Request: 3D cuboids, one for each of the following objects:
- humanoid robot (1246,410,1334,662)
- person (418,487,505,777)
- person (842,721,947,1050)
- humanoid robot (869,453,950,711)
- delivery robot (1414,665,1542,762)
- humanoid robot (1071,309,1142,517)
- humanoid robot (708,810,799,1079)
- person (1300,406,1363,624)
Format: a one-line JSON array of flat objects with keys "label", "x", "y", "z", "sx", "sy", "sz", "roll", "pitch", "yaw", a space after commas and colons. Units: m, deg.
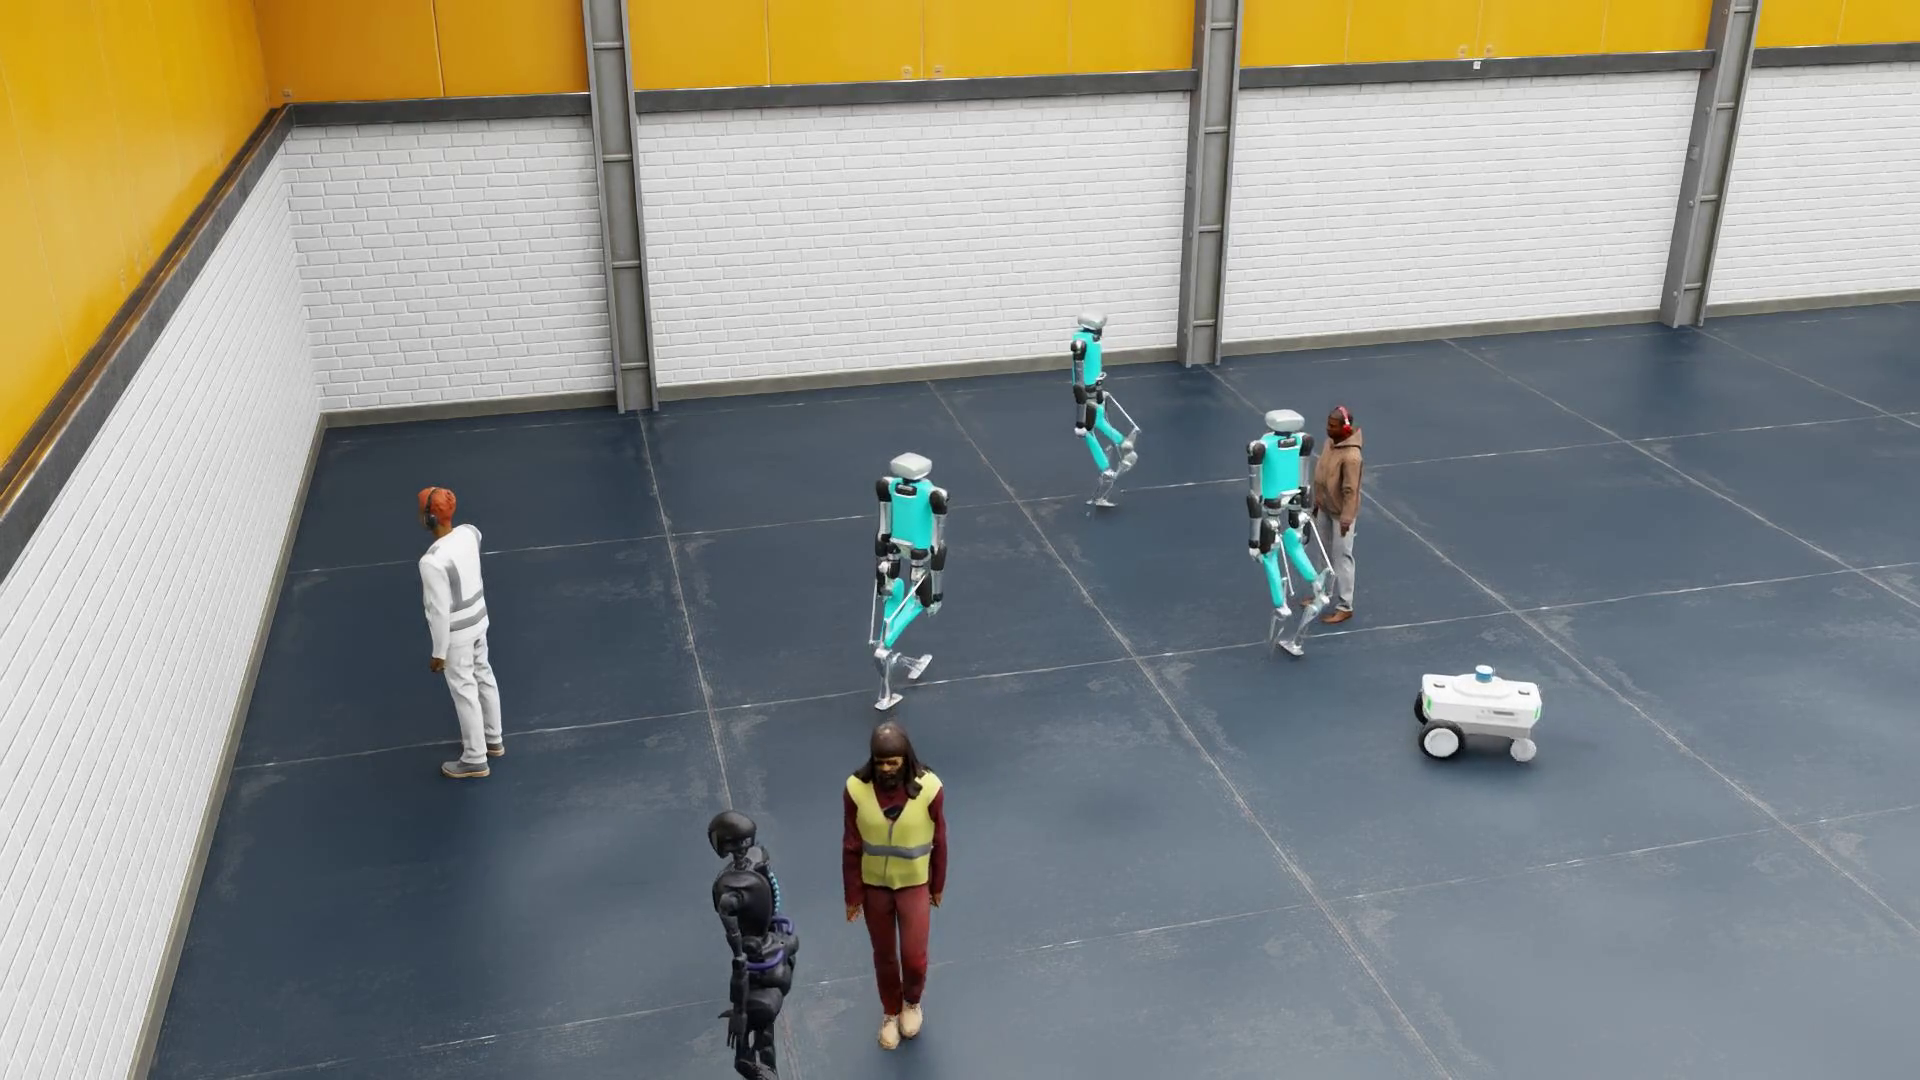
[{"label": "humanoid robot", "x": 2.319, "y": 0.064, "z": 11.484, "sx": 0.546, "sy": 1.844, "sz": 0.769, "roll": -13, "pitch": 27, "yaw": -27}, {"label": "person", "x": -3.047, "y": 0.561, "z": 10.085, "sx": 0.361, "sy": 1.882, "sz": 0.574, "roll": 5, "pitch": 24, "yaw": 12}, {"label": "person", "x": -0.310, "y": 1.627, "z": 7.818, "sx": 0.483, "sy": 1.753, "sz": 0.445, "roll": 2, "pitch": 24, "yaw": 5}, {"label": "humanoid robot", "x": -0.412, "y": 0.333, "z": 10.776, "sx": 0.545, "sy": 1.731, "sz": 0.982, "roll": 15, "pitch": 28, "yaw": 30}, {"label": "delivery robot", "x": 3.271, "y": 1.088, "z": 10.555, "sx": 0.815, "sy": 0.611, "sz": 0.499, "roll": 4, "pitch": 24, "yaw": 10}, {"label": "humanoid robot", "x": 1.241, "y": -0.996, "z": 13.897, "sx": 0.653, "sy": 1.864, "sz": 0.538, "roll": 9, "pitch": 25, "yaw": 19}, {"label": "humanoid robot", "x": -0.821, "y": 1.895, "z": 7.317, "sx": 0.490, "sy": 1.628, "sz": 0.615, "roll": 4, "pitch": 24, "yaw": 8}, {"label": "person", "x": 2.747, "y": -0.196, "z": 12.100, "sx": 0.309, "sy": 1.644, "sz": 0.460, "roll": -8, "pitch": 25, "yaw": -18}]
